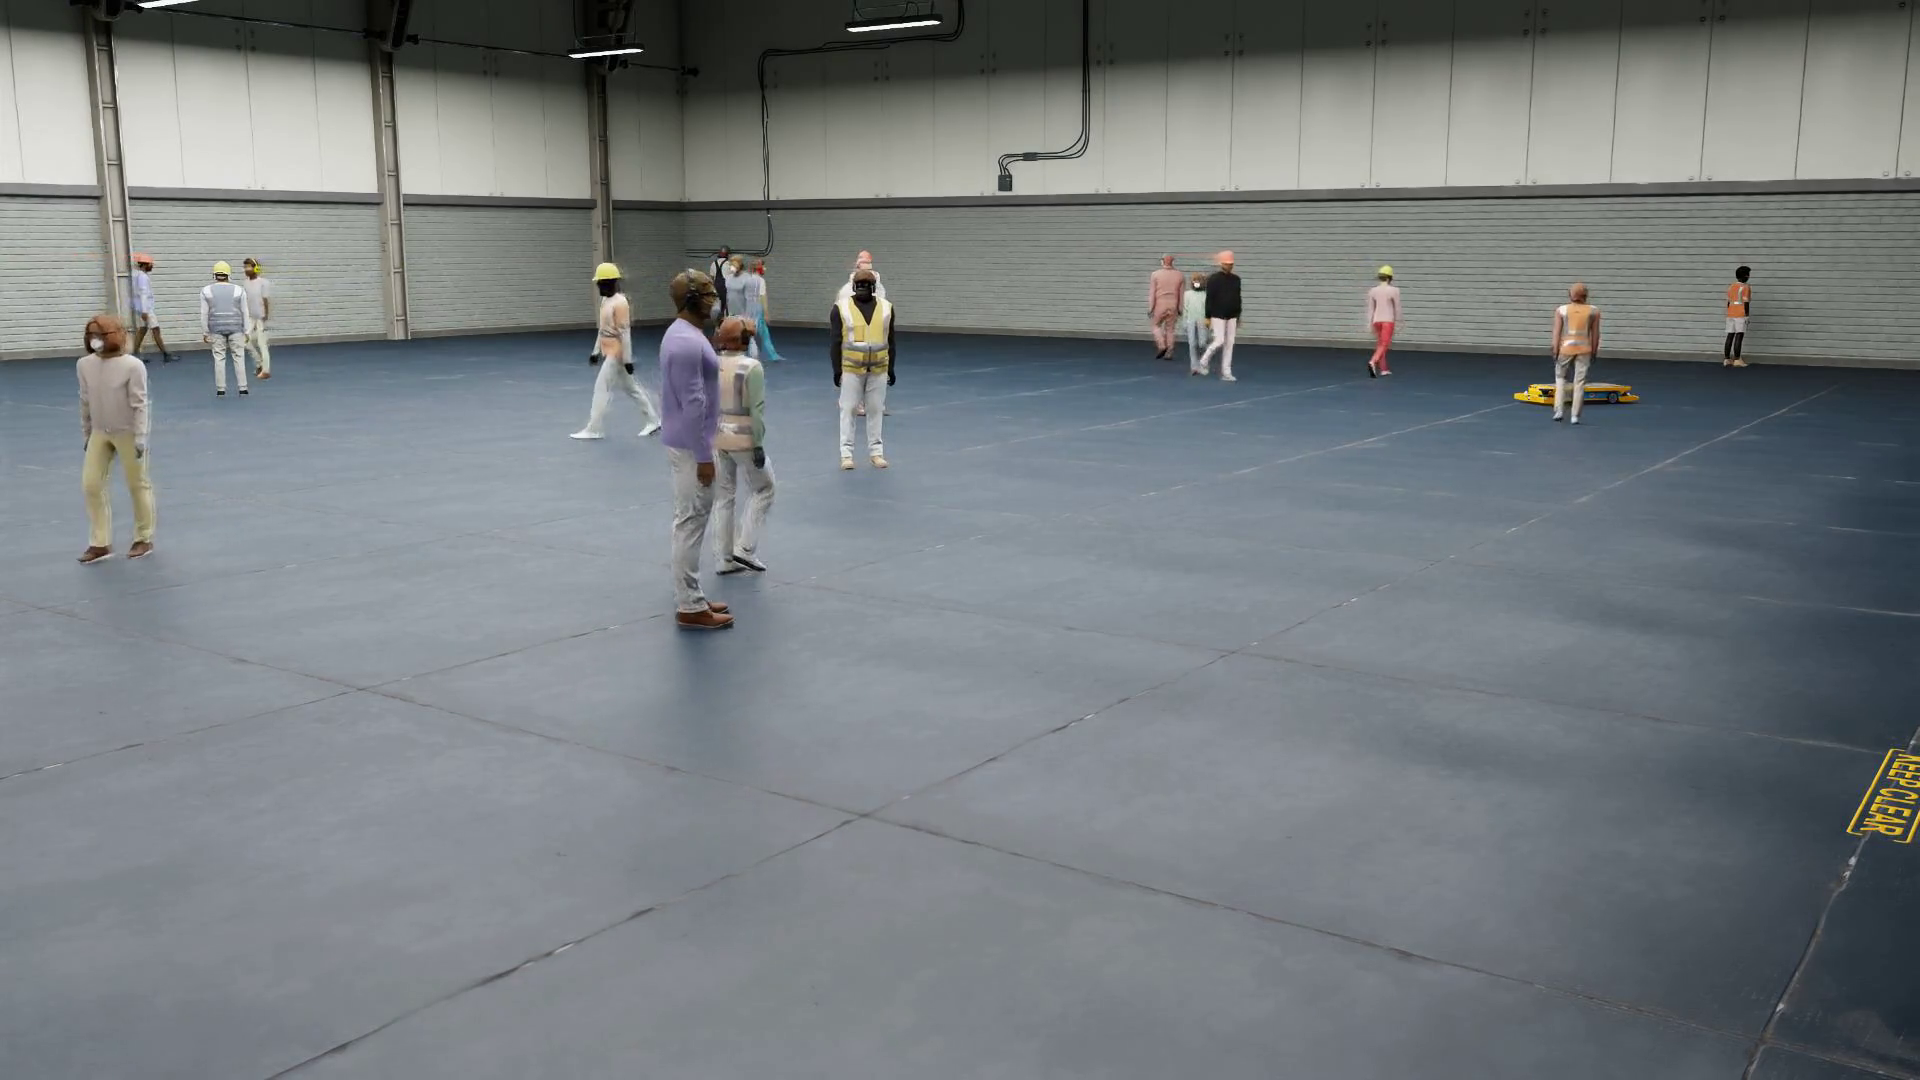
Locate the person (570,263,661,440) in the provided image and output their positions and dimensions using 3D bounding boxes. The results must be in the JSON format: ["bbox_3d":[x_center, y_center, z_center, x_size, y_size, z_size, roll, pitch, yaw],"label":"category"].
[{"bbox_3d":[-3.647,-2.013,17.742,1.021,1.880,0.584,-4,11,-20],"label":"person"}]

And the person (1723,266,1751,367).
[{"bbox_3d":[13.110,-3.757,28.010,0.320,1.692,0.531,-2,10,-10],"label":"person"}]

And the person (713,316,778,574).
[{"bbox_3d":[-1.392,-0.588,10.435,0.546,1.621,0.386,8,13,39],"label":"person"}]

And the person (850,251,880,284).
[{"bbox_3d":[-1.665,-4.078,29.119,0.545,1.938,0.355,-3,11,-17],"label":"person"}]

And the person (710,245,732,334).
[{"bbox_3d":[-5.364,-5.754,38.217,0.676,2.000,0.536,6,12,31],"label":"person"}]

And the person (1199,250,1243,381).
[{"bbox_3d":[3.972,-3.405,25.244,0.622,1.973,0.582,-6,12,-31],"label":"person"}]

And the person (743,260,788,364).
[{"bbox_3d":[-3.445,-3.876,28.396,0.996,1.800,0.580,-5,11,-26],"label":"person"}]

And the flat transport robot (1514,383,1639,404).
[{"bbox_3d":[8.052,-1.921,21.708,1.431,0.197,0.652,-3,10,-15],"label":"flat transport robot"}]

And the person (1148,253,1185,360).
[{"bbox_3d":[3.646,-4.133,29.554,0.683,1.892,0.446,-3,10,-14],"label":"person"}]

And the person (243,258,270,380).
[{"bbox_3d":[-10.727,-3.362,25.358,0.511,1.856,0.408,3,11,19],"label":"person"}]

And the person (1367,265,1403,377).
[{"bbox_3d":[6.568,-3.398,25.871,0.775,1.737,0.526,-8,13,-39],"label":"person"}]

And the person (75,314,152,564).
[{"bbox_3d":[-5.534,-0.649,10.808,0.522,1.606,0.662,1,10,7],"label":"person"}]

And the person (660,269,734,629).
[{"bbox_3d":[-1.427,-0.487,9.010,0.387,1.937,0.644,-2,10,-12],"label":"person"}]

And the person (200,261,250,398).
[{"bbox_3d":[-9.918,-2.840,22.478,0.602,1.830,0.404,-4,11,-23],"label":"person"}]

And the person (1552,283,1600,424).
[{"bbox_3d":[7.115,-2.157,19.259,0.513,1.617,0.637,3,10,15],"label":"person"}]

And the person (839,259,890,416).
[{"bbox_3d":[-1.097,-2.412,19.916,0.680,1.884,0.697,-6,12,-32],"label":"person"}]

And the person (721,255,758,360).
[{"bbox_3d":[-3.375,-3.311,24.942,0.662,1.889,0.993,8,13,38],"label":"person"}]

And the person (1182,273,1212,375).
[{"bbox_3d":[3.780,-3.417,26.329,0.499,1.622,0.453,5,11,25],"label":"person"}]

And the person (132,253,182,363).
[{"bbox_3d":[-14.091,-4.020,28.914,0.821,1.899,0.566,-7,12,-34],"label":"person"}]

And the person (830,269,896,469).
[{"bbox_3d":[-0.881,-1.575,15.379,0.624,1.840,0.430,-3,11,-18],"label":"person"}]
